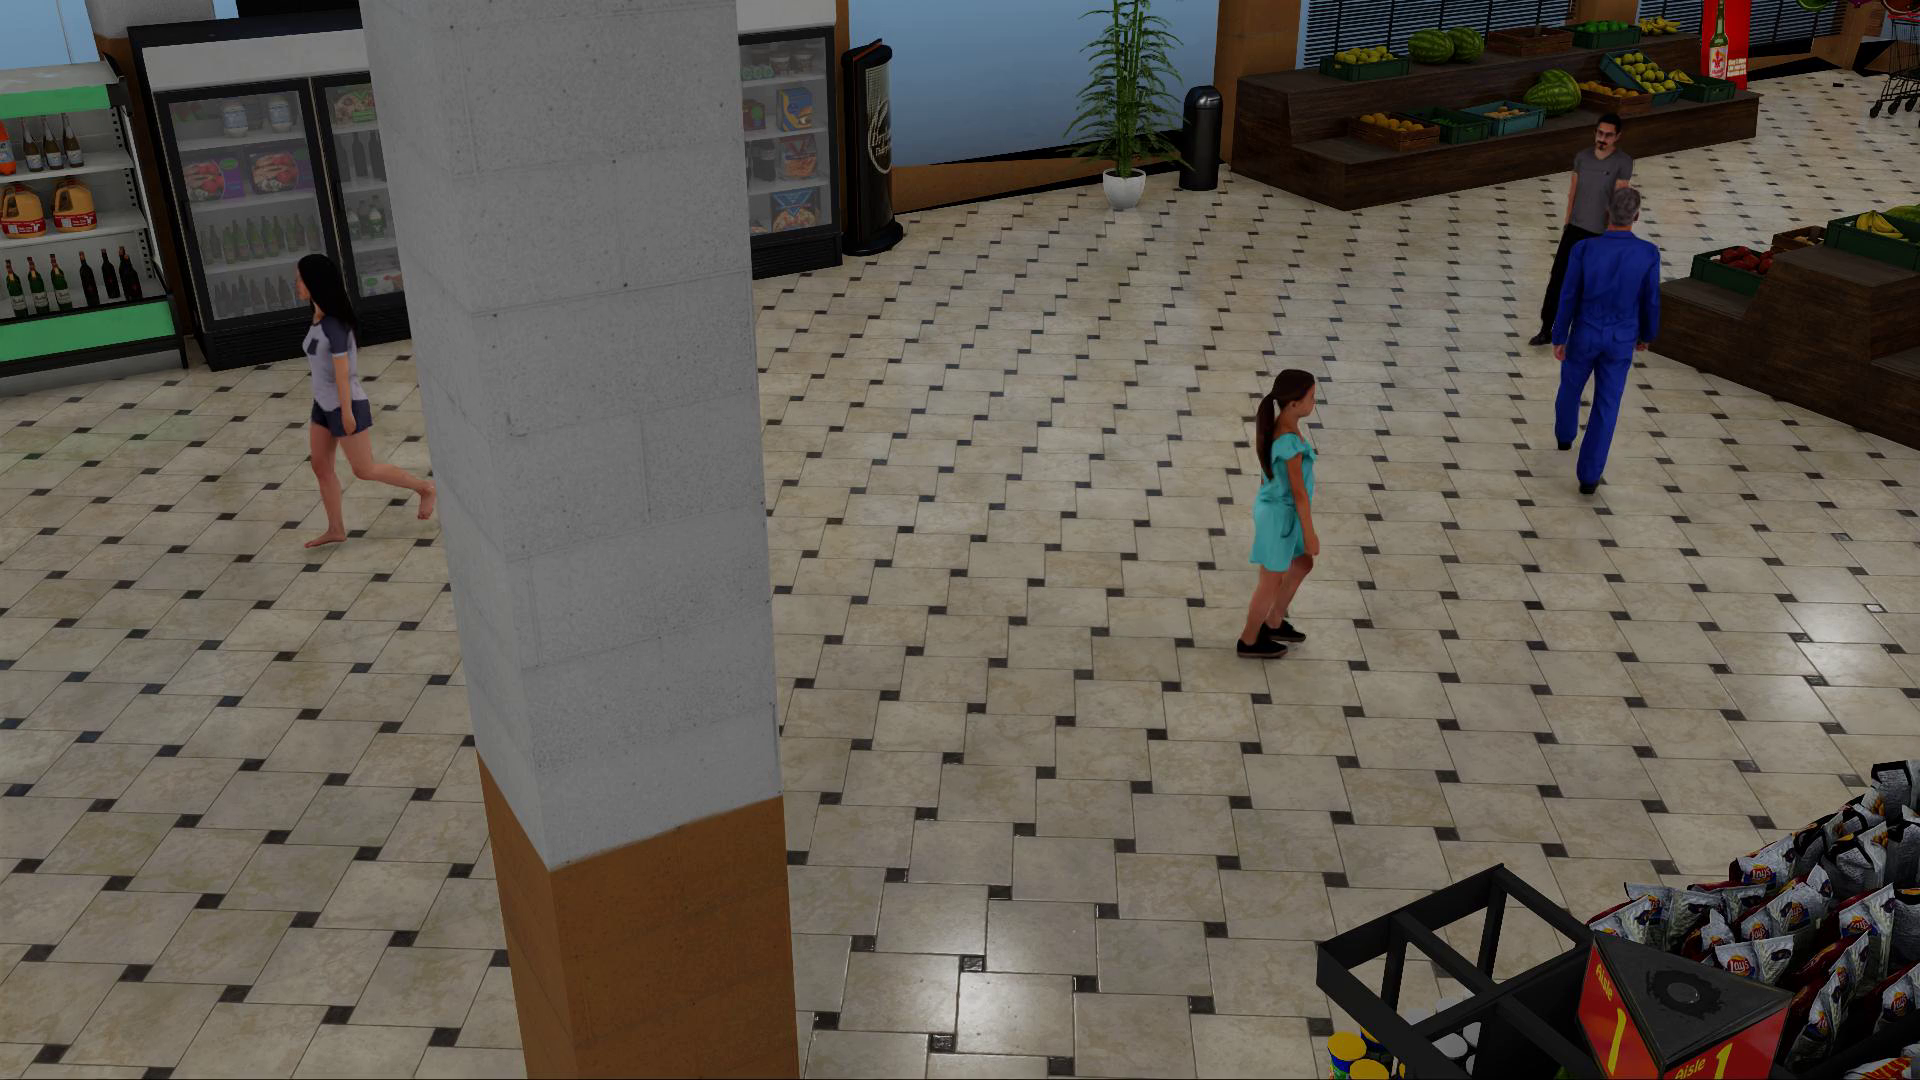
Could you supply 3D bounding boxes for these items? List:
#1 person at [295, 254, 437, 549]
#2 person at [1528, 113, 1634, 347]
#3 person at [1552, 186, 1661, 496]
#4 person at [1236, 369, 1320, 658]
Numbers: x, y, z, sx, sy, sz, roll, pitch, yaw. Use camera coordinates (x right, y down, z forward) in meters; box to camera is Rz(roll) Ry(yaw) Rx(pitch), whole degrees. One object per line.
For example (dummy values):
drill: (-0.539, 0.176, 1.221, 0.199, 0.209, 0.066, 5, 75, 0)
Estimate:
person: (-3.389, -0.764, 9.316, 1.022, 1.681, 0.655, -17, 32, -30)
person: (4.696, -2.275, 12.243, 0.782, 1.729, 0.971, 21, 34, 36)
person: (3.839, -1.146, 9.956, 1.174, 1.783, 1.284, 10, 28, 19)
person: (1.497, -0.099, 8.157, 0.716, 1.544, 0.665, 1, 27, 2)
